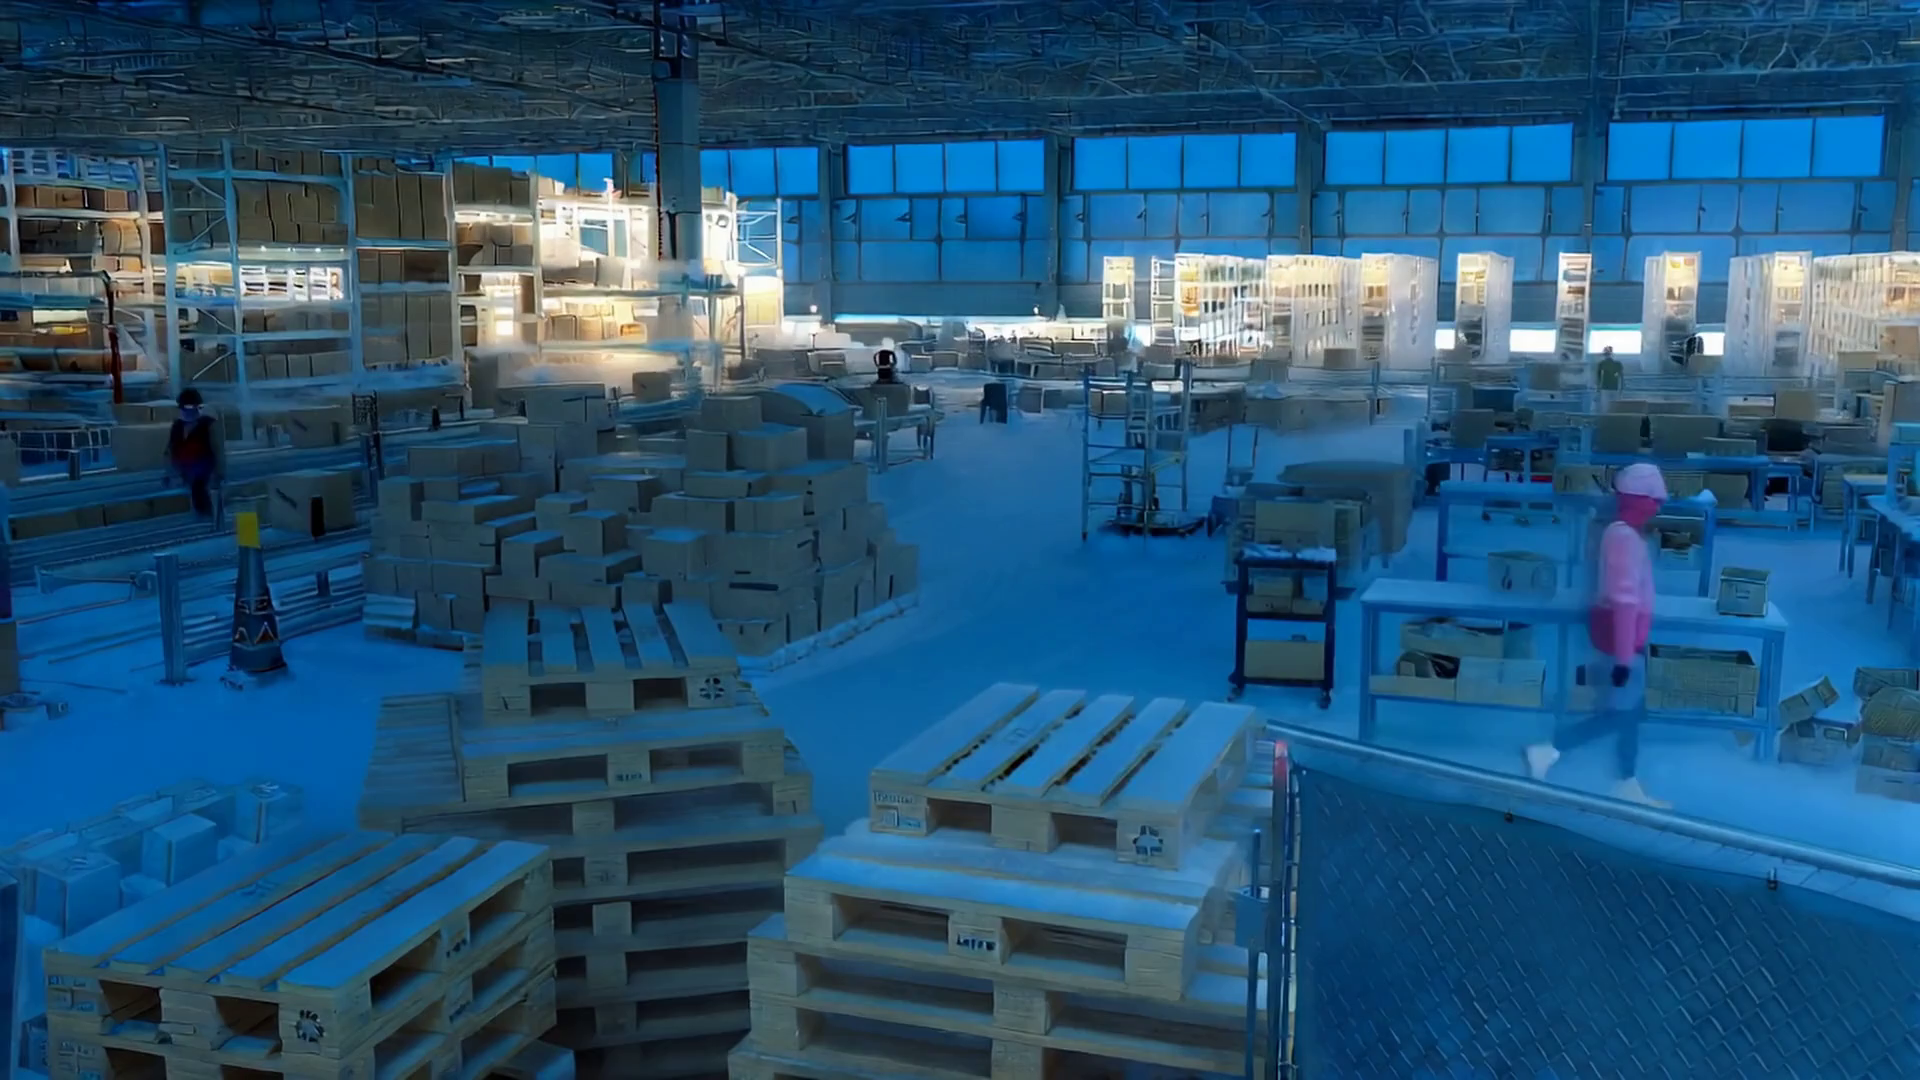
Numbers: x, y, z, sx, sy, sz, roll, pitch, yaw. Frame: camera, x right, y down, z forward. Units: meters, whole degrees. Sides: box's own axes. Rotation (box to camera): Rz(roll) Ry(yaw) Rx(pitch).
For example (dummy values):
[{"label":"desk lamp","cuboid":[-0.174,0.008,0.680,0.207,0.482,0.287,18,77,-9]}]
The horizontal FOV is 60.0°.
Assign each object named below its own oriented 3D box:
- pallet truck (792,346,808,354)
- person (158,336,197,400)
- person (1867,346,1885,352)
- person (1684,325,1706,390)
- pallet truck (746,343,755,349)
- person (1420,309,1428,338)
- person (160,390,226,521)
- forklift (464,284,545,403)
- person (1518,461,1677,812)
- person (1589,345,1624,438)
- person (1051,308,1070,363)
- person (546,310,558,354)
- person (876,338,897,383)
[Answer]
[{"label":"pallet truck","cuboid":[-3.705,-4.298,42.022,0.653,1.274,1.630,3,10,20]},{"label":"person","cuboid":[-15.148,-3.008,32.105,0.739,1.880,0.646,6,11,32]},{"label":"person","cuboid":[21.145,-4.034,38.468,0.400,1.910,0.643,5,10,28]},{"label":"person","cuboid":[17.721,-4.270,40.207,0.587,1.825,0.404,-6,11,-31]},{"label":"pallet truck","cuboid":[-6.183,-4.618,44.264,1.601,1.201,0.680,-9,12,-43]},{"label":"person","cuboid":[16.604,-7.385,59.748,0.444,1.825,0.581,6,11,33]},{"label":"person","cuboid":[-8.348,-0.720,17.996,0.594,1.792,0.869,3,10,20]},{"label":"forklift","cuboid":[-10.832,-4.702,39.610,1.129,2.768,1.873,3,10,20]},{"label":"person","cuboid":[3.624,0.553,9.332,0.768,2.023,0.612,3,9,18]},{"label":"person","cuboid":[12.061,-2.752,30.988,0.633,1.729,0.342,0,9,-3]},{"label":"person","cuboid":[3.231,-6.456,53.391,0.612,1.997,0.375,2,9,11]},{"label":"person","cuboid":[-14.312,-7.145,58.344,0.448,1.805,0.774,0,9,3]},{"label":"person","cuboid":[-1.566,-3.490,35.716,0.529,1.694,0.321,6,11,34]}]
